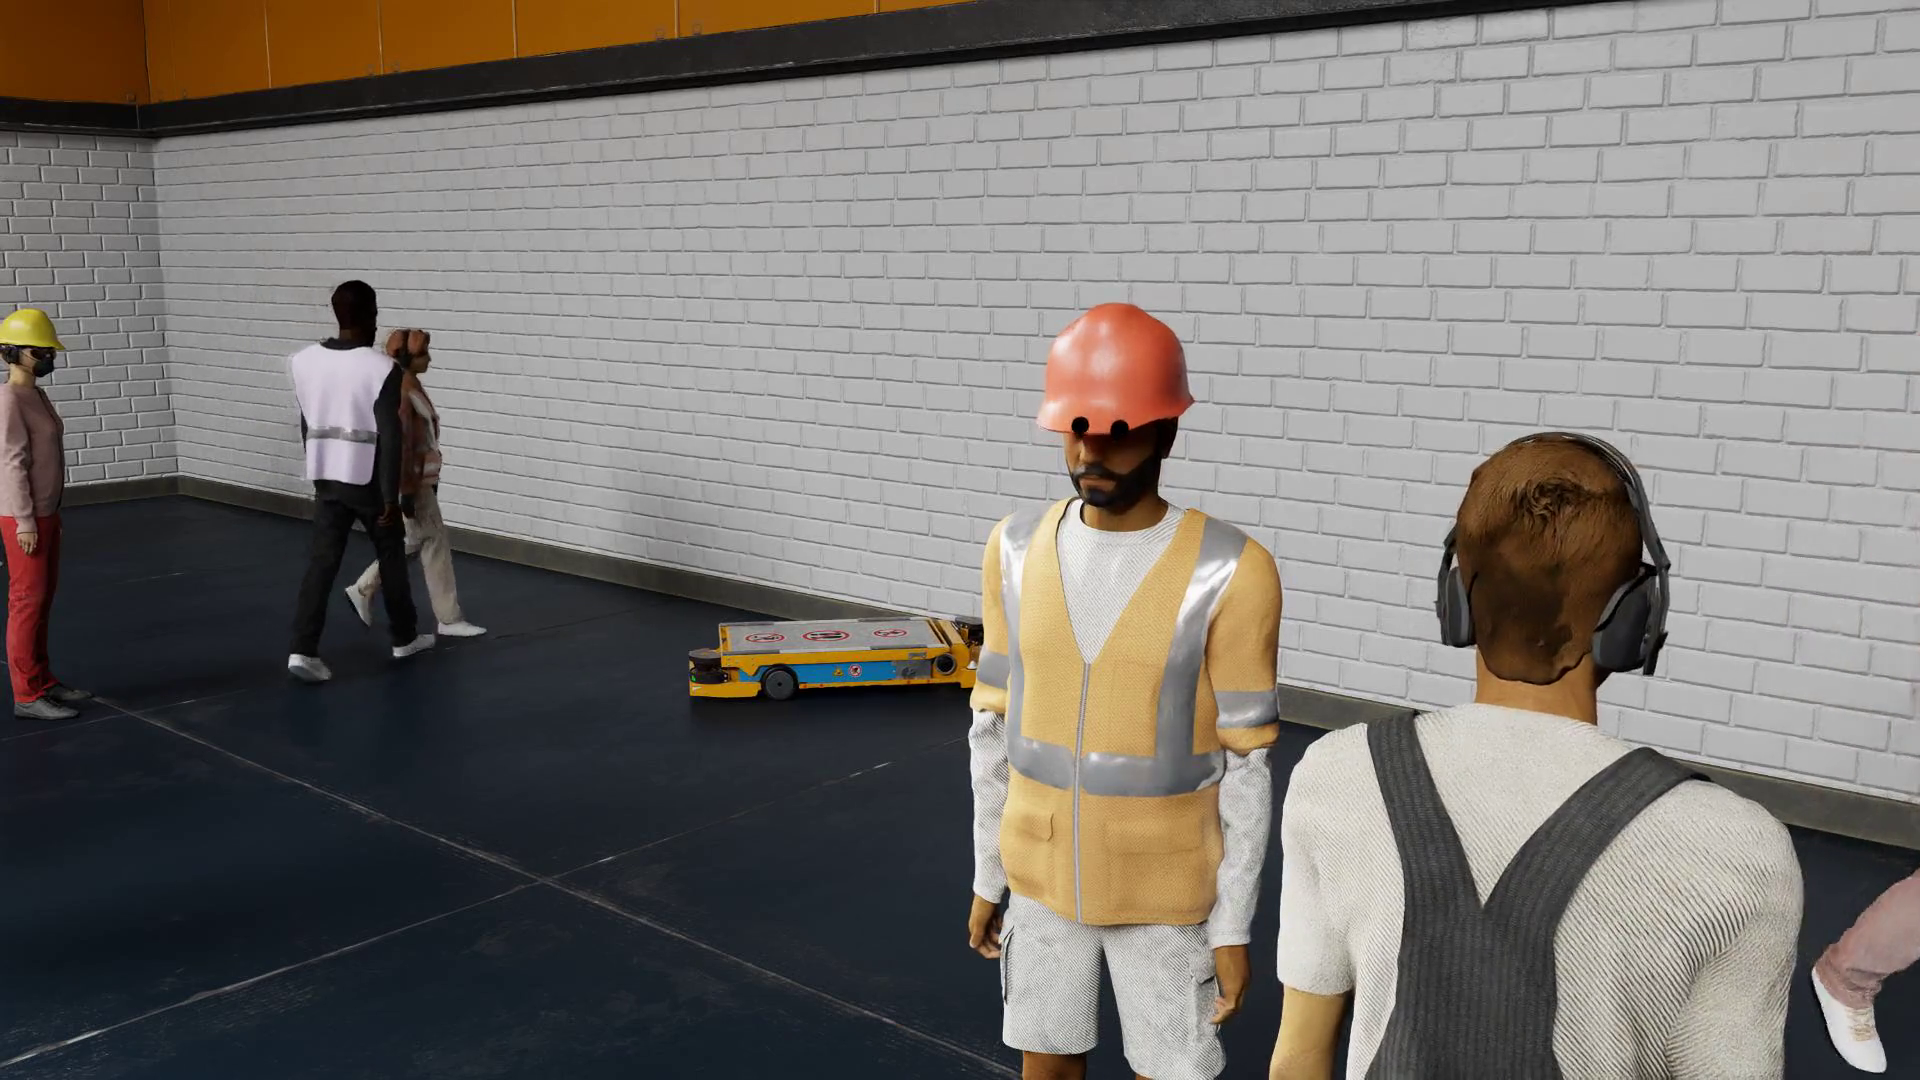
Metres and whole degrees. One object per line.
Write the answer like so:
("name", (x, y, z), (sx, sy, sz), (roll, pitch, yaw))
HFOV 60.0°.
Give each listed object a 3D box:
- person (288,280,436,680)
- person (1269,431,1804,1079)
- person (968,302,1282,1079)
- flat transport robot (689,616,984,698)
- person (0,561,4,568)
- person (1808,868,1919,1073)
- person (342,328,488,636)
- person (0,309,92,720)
("person", (-2.905, -0.292, 7.919), (0.605, 1.879, 0.966), (2, 10, 12))
("person", (0.572, 0.807, 1.745), (0.515, 1.842, 0.328), (7, 12, 34))
("person", (0.249, 0.575, 2.805), (0.542, 1.936, 0.362), (5, 11, 26))
("flat transport robot", (-0.542, 0.535, 7.773), (1.431, 0.197, 0.652), (-2, 10, -9))
("person", (-6.305, -0.699, 10.171), (0.667, 1.893, 0.589), (5, 11, 27))
("person", (2.420, 0.455, 3.755), (0.685, 1.852, 0.982), (-4, 11, -21))
("person", (-2.862, -0.290, 8.620), (0.679, 1.619, 0.535), (-3, 10, -16))
("person", (-3.981, -0.111, 7.198), (0.322, 1.765, 0.533), (-3, 10, -17))
